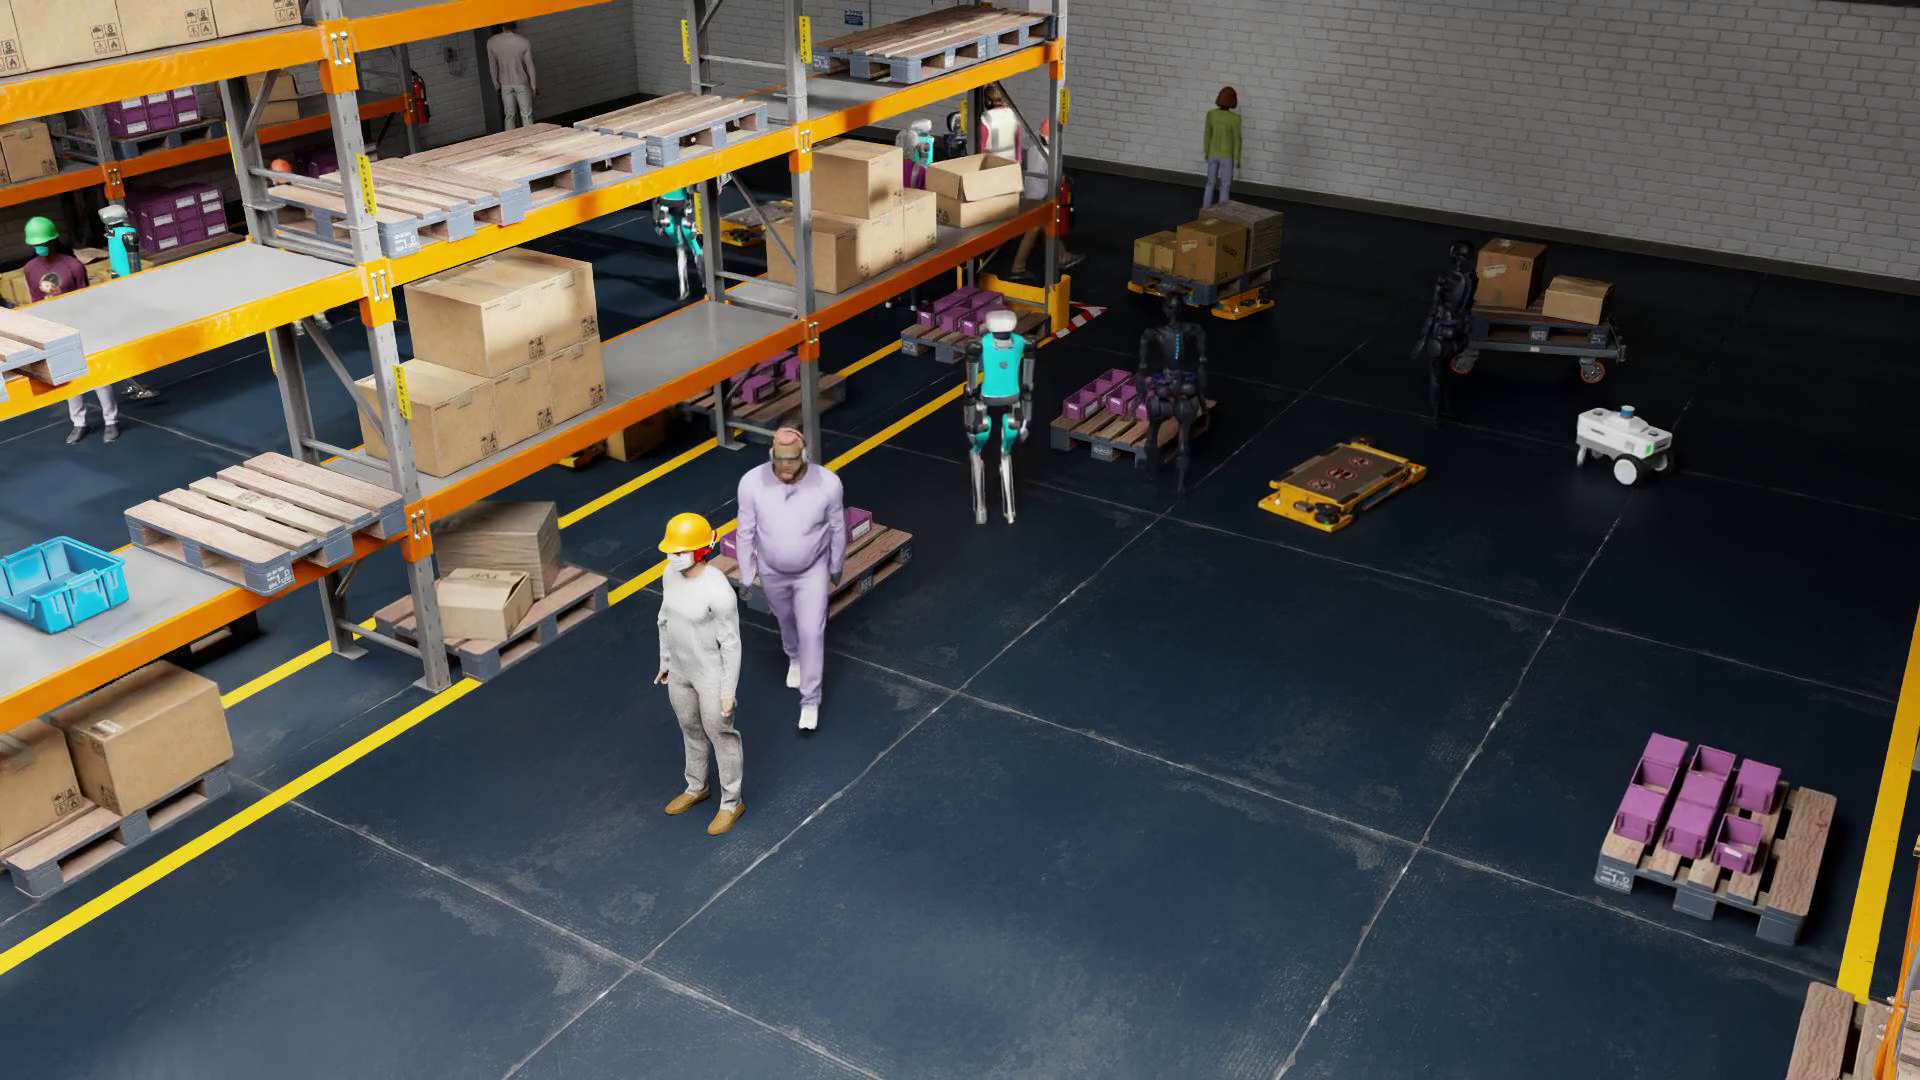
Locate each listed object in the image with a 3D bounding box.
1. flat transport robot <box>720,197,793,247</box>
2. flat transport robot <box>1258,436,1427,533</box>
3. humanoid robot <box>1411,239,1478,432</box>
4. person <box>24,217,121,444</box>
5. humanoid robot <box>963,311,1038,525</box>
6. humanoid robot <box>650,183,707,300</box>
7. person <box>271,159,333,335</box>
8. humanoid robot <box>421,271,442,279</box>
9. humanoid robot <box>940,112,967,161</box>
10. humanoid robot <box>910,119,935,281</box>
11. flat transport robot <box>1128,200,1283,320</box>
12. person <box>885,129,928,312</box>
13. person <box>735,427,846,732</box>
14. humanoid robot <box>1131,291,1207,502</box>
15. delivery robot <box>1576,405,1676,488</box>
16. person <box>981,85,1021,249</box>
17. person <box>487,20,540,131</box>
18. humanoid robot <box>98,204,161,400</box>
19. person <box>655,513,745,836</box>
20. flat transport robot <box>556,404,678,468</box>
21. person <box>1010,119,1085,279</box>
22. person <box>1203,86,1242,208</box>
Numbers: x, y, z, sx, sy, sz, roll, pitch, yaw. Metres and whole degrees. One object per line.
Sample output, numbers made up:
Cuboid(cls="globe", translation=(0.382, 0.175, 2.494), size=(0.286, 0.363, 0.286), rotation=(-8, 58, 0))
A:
Cuboid(cls="flat transport robot", translation=(-2.274, -3.737, 19.561), size=(0.659, 0.231, 1.431), rotation=(21, 33, 35))
Cuboid(cls="flat transport robot", translation=(3.025, -0.449, 13.082), size=(0.659, 0.231, 1.431), rotation=(23, 35, 38))
Cuboid(cls="humanoid robot", translation=(4.098, -1.726, 14.042), size=(0.589, 1.655, 0.333), rotation=(-19, 32, -33))
Cuboid(cls="person", translation=(-7.375, -1.740, 13.783), size=(0.482, 1.944, 0.435), rotation=(-2, 27, -4))
Cuboid(cls="humanoid robot", translation=(0.251, -0.918, 12.412), size=(0.534, 1.793, 0.767), rotation=(-5, 27, -10))
Cuboid(cls="humanoid robot", translation=(-2.833, -3.307, 17.196), size=(0.546, 1.869, 0.822), rotation=(6, 27, 11))
Cuboid(cls="person", translation=(-6.470, -2.860, 16.210), size=(0.569, 1.732, 0.388), rotation=(-24, 35, -39))
Cuboid(cls="humanoid robot", translation=(-5.223, -2.921, 16.407), size=(0.609, 1.645, 0.468), rotation=(24, 36, 39))
Cuboid(cls="humanoid robot", translation=(-0.078, -3.845, 18.215), size=(0.392, 1.657, 0.600), rotation=(-16, 31, -29))
Cuboid(cls="humanoid robot", translation=(-0.566, -3.522, 17.538), size=(0.836, 1.788, 0.550), rotation=(-1, 27, -1))
Cuboid(cls="flat transport robot", translation=(2.504, -2.601, 17.323), size=(0.659, 0.231, 1.431), rotation=(-24, 35, -38))
Cuboid(cls="person", translation=(-0.538, -3.227, 16.828), size=(0.508, 1.839, 0.340), rotation=(11, 29, 20))
Cuboid(cls="person", translation=(-1.025, 0.209, 10.027), size=(0.641, 1.858, 0.988), rotation=(2, 27, 4))
Cuboid(cls="humanoid robot", translation=(1.629, -1.155, 12.949), size=(0.599, 1.627, 0.747), rotation=(-5, 27, -9))
Cuboid(cls="delivery robot", translation=(5.361, -0.770, 13.418), size=(0.525, 0.611, 0.783), rotation=(-17, 32, -31))
Cuboid(cls="person", translation=(0.394, -4.193, 18.745), size=(0.445, 1.825, 0.638), rotation=(21, 34, 36))
Cuboid(cls="person", translation=(-5.989, -6.126, 22.425), size=(0.635, 1.939, 0.365), rotation=(1, 27, 2))
Cuboid(cls="humanoid robot", translation=(-7.379, -2.016, 14.401), size=(0.735, 1.677, 0.533), rotation=(-23, 35, -37))
Cuboid(cls="person", translation=(-1.411, 0.711, 9.004), size=(0.562, 1.896, 0.354), rotation=(19, 32, 32))
Cuboid(cls="flat transport robot", translation=(-3.028, -0.999, 14.167), size=(0.659, 0.231, 1.431), rotation=(16, 31, 28))
Cuboid(cls="person", translation=(0.947, -3.657, 17.816), size=(0.929, 1.697, 0.582), rotation=(-9, 28, -17))
Cuboid(cls="person", translation=(3.083, -4.500, 19.555), size=(0.506, 1.630, 0.266), rotation=(24, 36, 39))
